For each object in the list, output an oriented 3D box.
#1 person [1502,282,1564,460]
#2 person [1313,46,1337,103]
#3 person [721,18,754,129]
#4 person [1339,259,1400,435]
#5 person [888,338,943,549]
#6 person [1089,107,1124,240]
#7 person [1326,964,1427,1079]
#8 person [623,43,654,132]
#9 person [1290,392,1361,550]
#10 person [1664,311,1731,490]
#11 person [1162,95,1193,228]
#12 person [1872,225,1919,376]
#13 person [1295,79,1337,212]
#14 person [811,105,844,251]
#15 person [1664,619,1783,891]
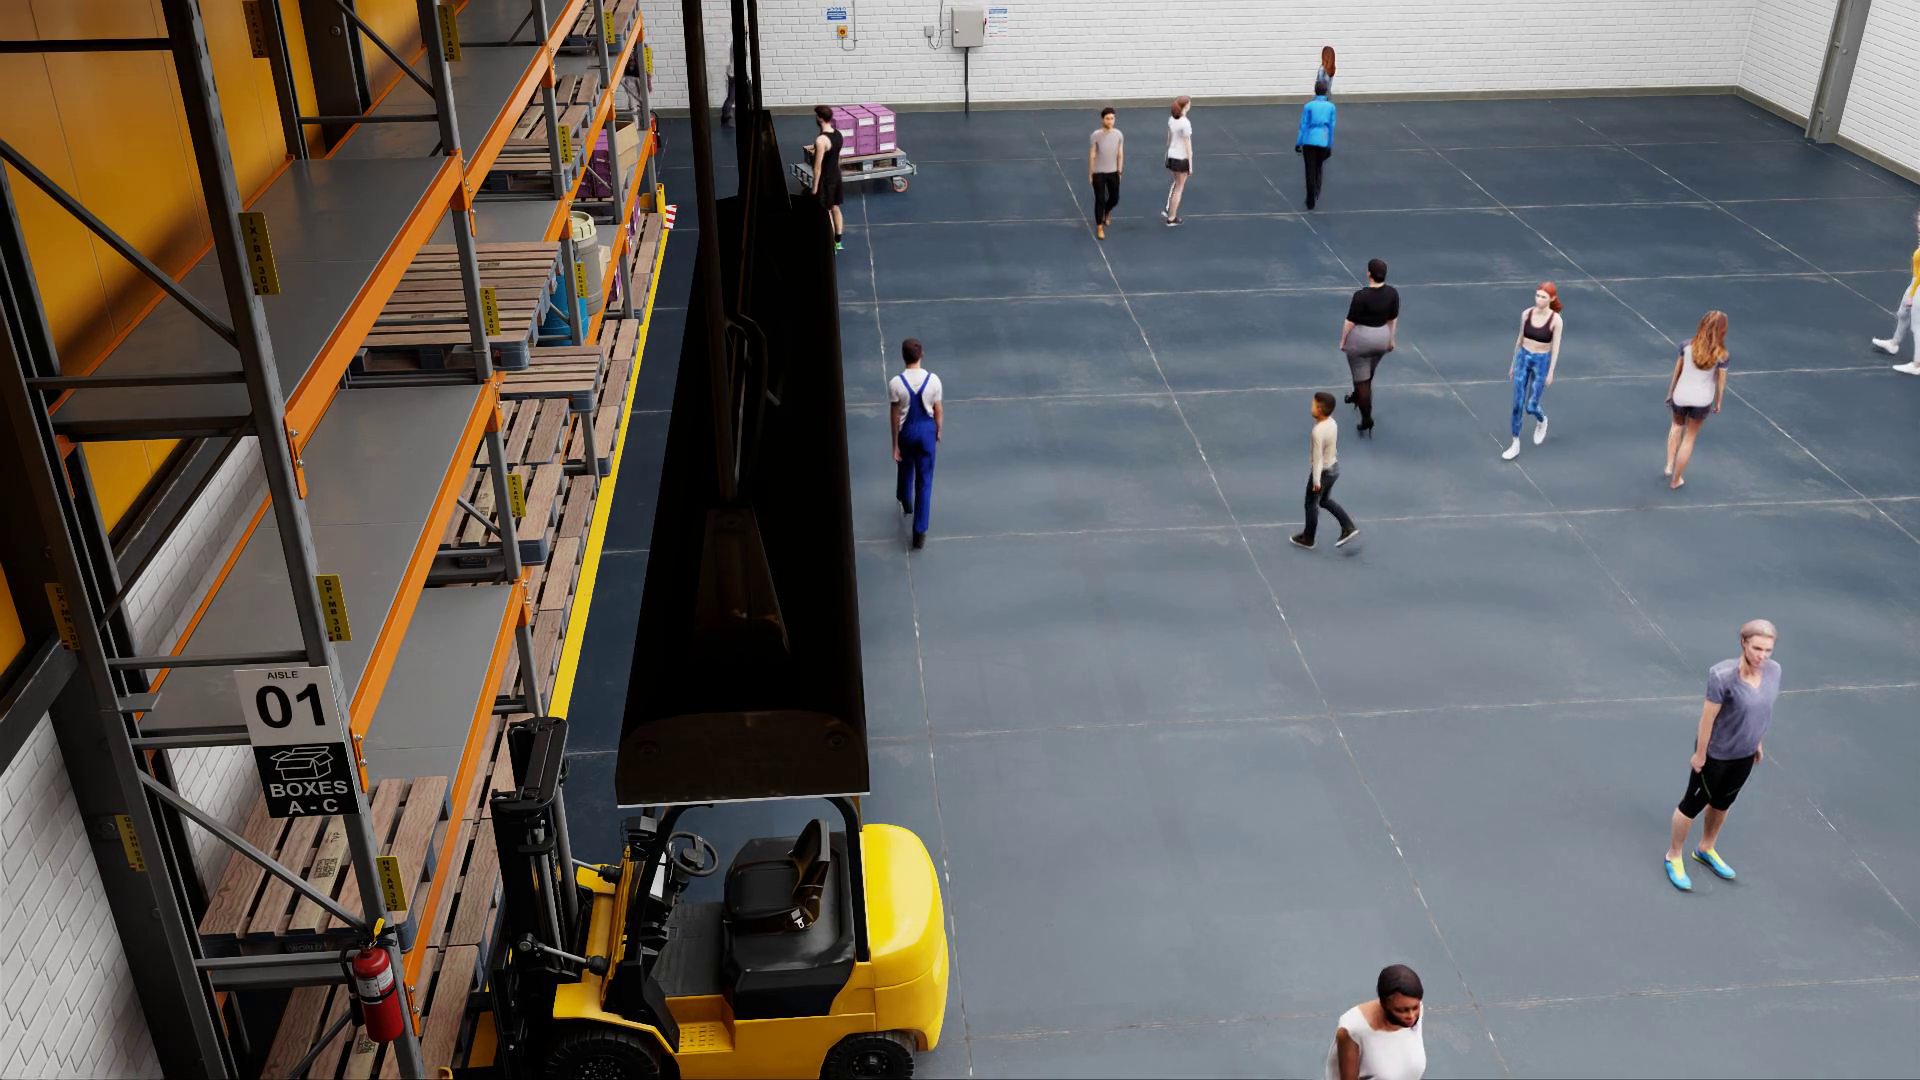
[{"bbox_3d":[5.514,-1.634,15.915,0.889,1.774,0.852,-25,37,-38],"label":"person"},{"bbox_3d":[5.679,-6.957,25.984,0.685,1.475,0.620,21,35,33],"label":"person"},{"bbox_3d":[-3.595,-7.410,26.505,0.990,1.772,1.155,5,29,8],"label":"person"},{"bbox_3d":[4.069,-1.881,16.425,0.822,1.718,1.082,-9,30,-16],"label":"person"},{"bbox_3d":[-0.374,-0.798,14.347,0.653,1.807,1.148,-1,29,-1],"label":"person"},{"bbox_3d":[1.894,-4.863,21.901,0.611,1.710,0.796,-3,29,-6],"label":"person"},{"bbox_3d":[1.975,2.687,8.107,0.778,1.665,0.928,-10,30,-17],"label":"person"},{"bbox_3d":[-5.088,-7.249,26.231,0.766,1.752,0.941,6,29,11],"label":"person"},{"bbox_3d":[3.184,-0.563,14.299,0.874,1.442,0.846,14,32,24],"label":"person"},{"bbox_3d":[6.707,-1.257,15.286,0.738,1.713,0.793,20,34,32],"label":"person"},{"bbox_3d":[2.837,-5.035,22.189,0.777,1.737,0.694,-17,33,-28],"label":"person"},{"bbox_3d":[10.315,-2.676,17.881,1.062,1.720,0.955,14,32,24],"label":"person"},{"bbox_3d":[4.892,-5.379,22.779,0.613,1.775,0.757,-3,29,-6],"label":"person"},{"bbox_3d":[-1.673,-4.600,21.230,0.840,1.891,0.721,13,31,22],"label":"person"},{"bbox_3d":[4.784,1.315,10.392,0.692,1.885,0.643,-8,30,-14],"label":"person"}]
